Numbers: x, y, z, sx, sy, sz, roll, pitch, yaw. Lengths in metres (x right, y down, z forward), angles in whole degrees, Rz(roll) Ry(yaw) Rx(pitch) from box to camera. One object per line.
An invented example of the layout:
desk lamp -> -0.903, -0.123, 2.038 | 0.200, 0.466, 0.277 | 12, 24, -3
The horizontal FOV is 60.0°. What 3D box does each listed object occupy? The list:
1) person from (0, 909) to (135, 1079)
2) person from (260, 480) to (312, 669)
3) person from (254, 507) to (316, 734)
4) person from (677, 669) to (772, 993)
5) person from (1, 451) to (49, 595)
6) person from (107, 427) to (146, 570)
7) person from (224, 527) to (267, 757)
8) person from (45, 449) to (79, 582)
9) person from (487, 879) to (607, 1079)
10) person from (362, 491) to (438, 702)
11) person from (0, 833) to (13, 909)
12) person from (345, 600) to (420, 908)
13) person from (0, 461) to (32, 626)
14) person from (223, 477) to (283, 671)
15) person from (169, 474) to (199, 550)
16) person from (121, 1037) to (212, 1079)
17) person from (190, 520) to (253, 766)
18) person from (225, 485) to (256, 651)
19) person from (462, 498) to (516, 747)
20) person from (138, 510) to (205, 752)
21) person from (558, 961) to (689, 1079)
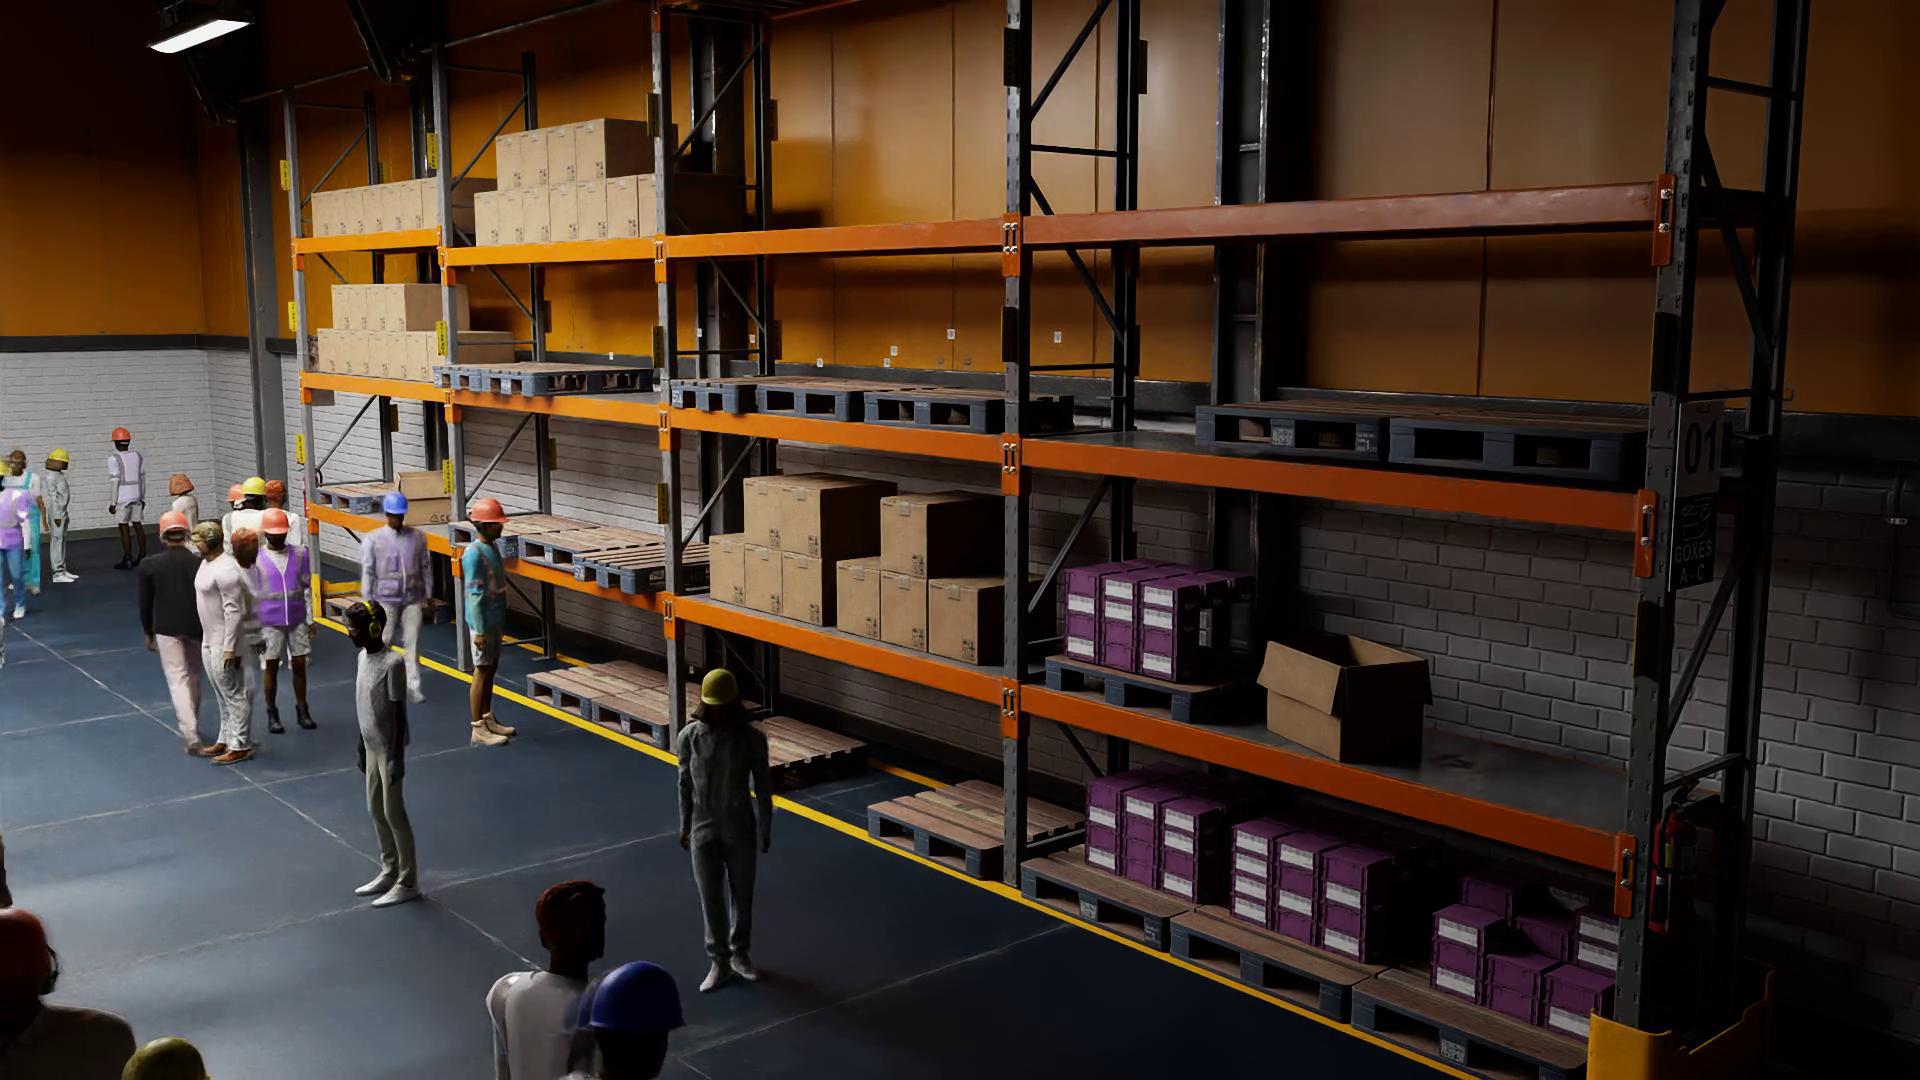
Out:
person -> -2.633, 1.990, 4.716 | 0.618, 1.986, 0.408 | -4, 9, -24
person -> -6.750, 0.344, 16.493 | 0.587, 1.883, 0.341 | 1, 8, 8
person -> -5.735, 0.676, 14.060 | 0.549, 1.925, 0.384 | -7, 11, -39
person -> -1.251, 1.523, 8.840 | 0.498, 1.730, 0.400 | 0, 8, 1
person -> -11.743, -0.222, 20.786 | 0.584, 1.803, 0.679 | -1, 8, -5
person -> -11.351, -0.565, 22.634 | 0.357, 1.934, 0.552 | 3, 9, 23
person -> -5.768, 0.817, 13.290 | 0.433, 1.861, 0.633 | -1, 8, -10
person -> -11.689, -0.321, 21.634 | 0.311, 1.735, 0.484 | -2, 9, -16
person -> -1.211, 1.980, 5.178 | 0.573, 1.877, 0.354 | 4, 9, 28
person -> -5.116, 0.510, 15.156 | 0.636, 1.943, 0.467 | -6, 10, -38
person -> -4.737, 1.635, 7.805 | 0.550, 1.805, 0.410 | -1, 8, -4
person -> -3.522, 1.280, 10.103 | 0.525, 1.856, 0.338 | 8, 11, 44
person -> -10.804, 0.014, 18.785 | 0.591, 1.897, 0.925 | -3, 9, -22
person -> -6.944, 0.339, 16.430 | 0.600, 1.916, 0.412 | 0, 8, 1
person -> -9.099, 0.031, 19.574 | 0.290, 1.629, 0.499 | 0, 8, 2
person -> -2.063, 2.160, 4.402 | 0.488, 1.737, 0.323 | 3, 9, 18
person -> -5.833, 0.802, 13.129 | 0.352, 1.936, 0.635 | -6, 10, -38
person -> -7.455, 0.289, 17.366 | 0.353, 1.743, 0.568 | 2, 8, 13
person -> -3.864, 0.667, 13.706 | 0.390, 2.040, 0.614 | 0, 8, -1
person -> -6.343, 0.734, 13.597 | 0.593, 1.949, 0.964 | -6, 10, -36
person -> -0.833, 2.062, 4.492 | 0.851, 1.895, 0.606 | -8, 11, -44
